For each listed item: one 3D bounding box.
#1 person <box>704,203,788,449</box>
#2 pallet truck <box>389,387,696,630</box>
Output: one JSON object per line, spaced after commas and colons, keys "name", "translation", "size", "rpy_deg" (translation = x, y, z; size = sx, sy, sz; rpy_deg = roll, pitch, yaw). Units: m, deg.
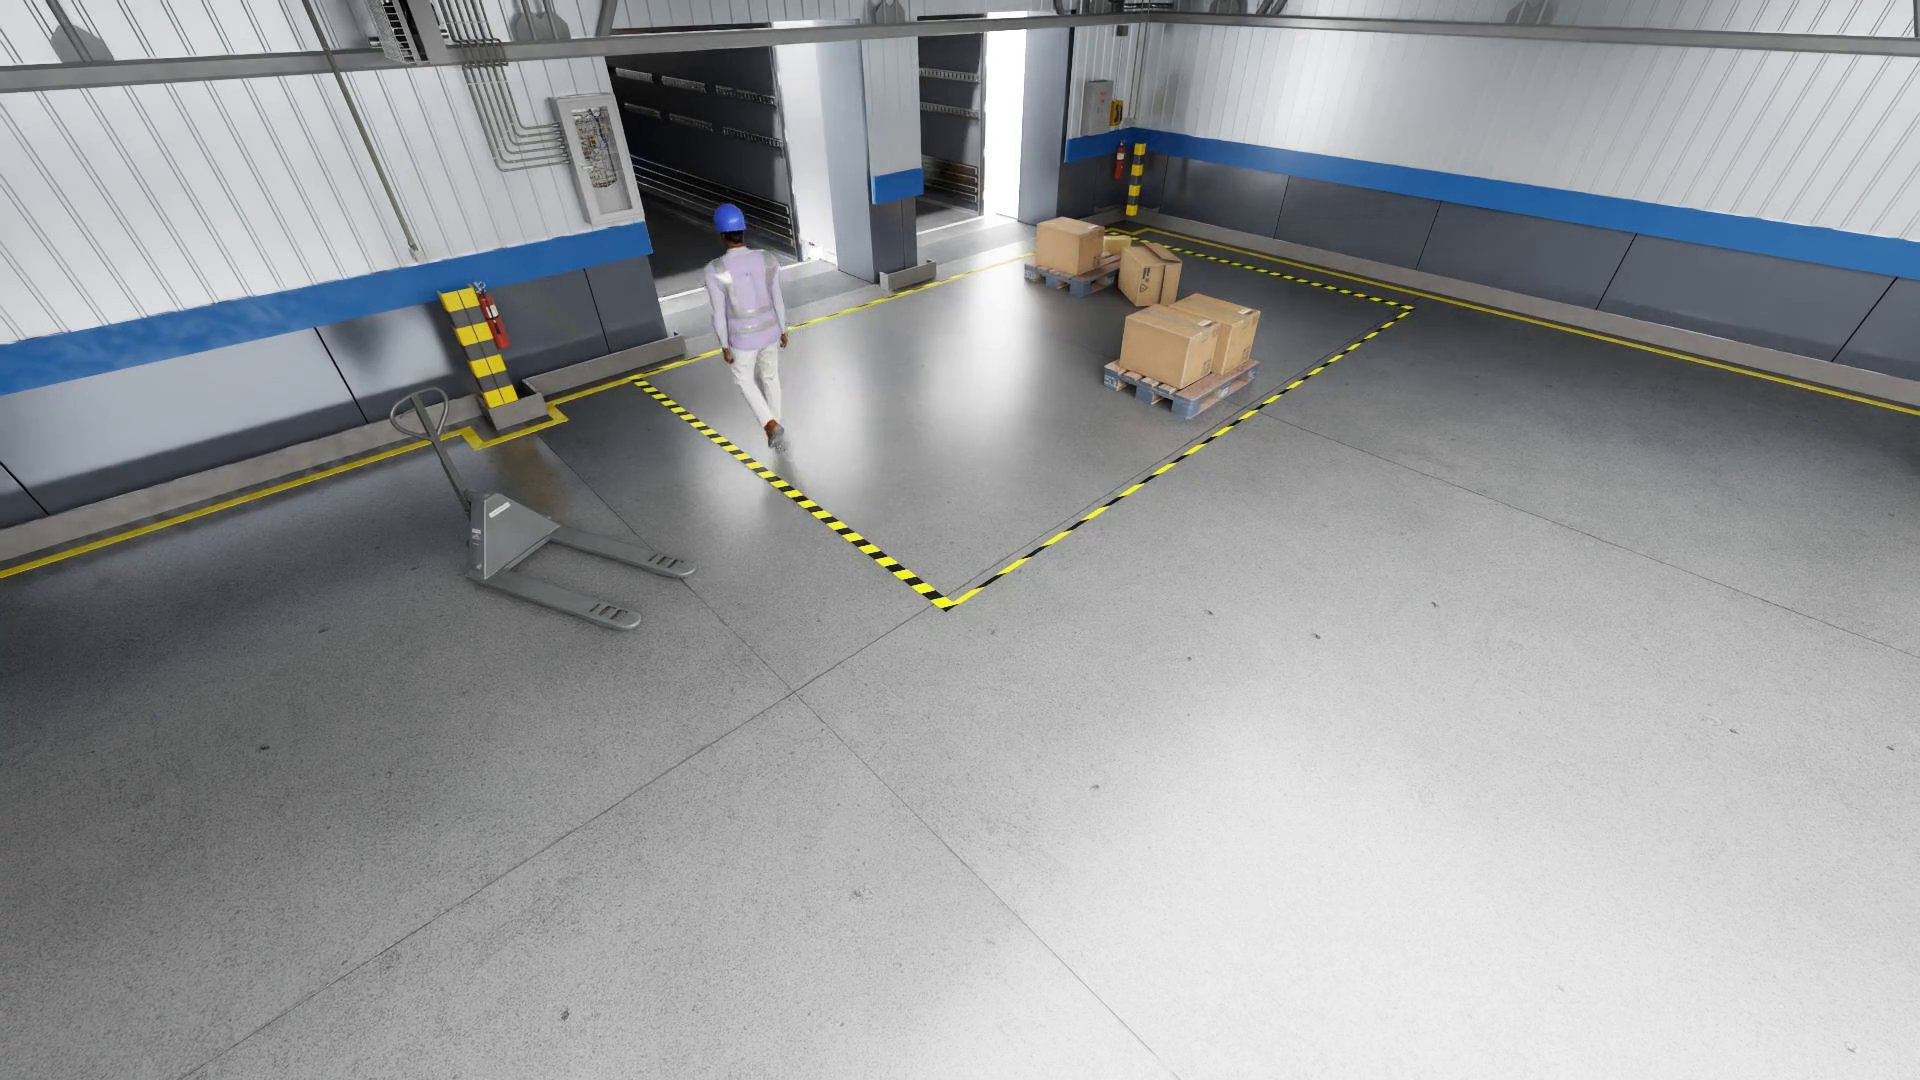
{"name": "person", "translation": [-1.609, -1.604, 5.796], "size": [0.609, 1.928, 0.706], "rpy_deg": [-26, 45, -30]}
{"name": "pallet truck", "translation": [-2.613, -0.247, 4.593], "size": [1.601, 1.201, 0.680], "rpy_deg": [14, 40, 17]}
